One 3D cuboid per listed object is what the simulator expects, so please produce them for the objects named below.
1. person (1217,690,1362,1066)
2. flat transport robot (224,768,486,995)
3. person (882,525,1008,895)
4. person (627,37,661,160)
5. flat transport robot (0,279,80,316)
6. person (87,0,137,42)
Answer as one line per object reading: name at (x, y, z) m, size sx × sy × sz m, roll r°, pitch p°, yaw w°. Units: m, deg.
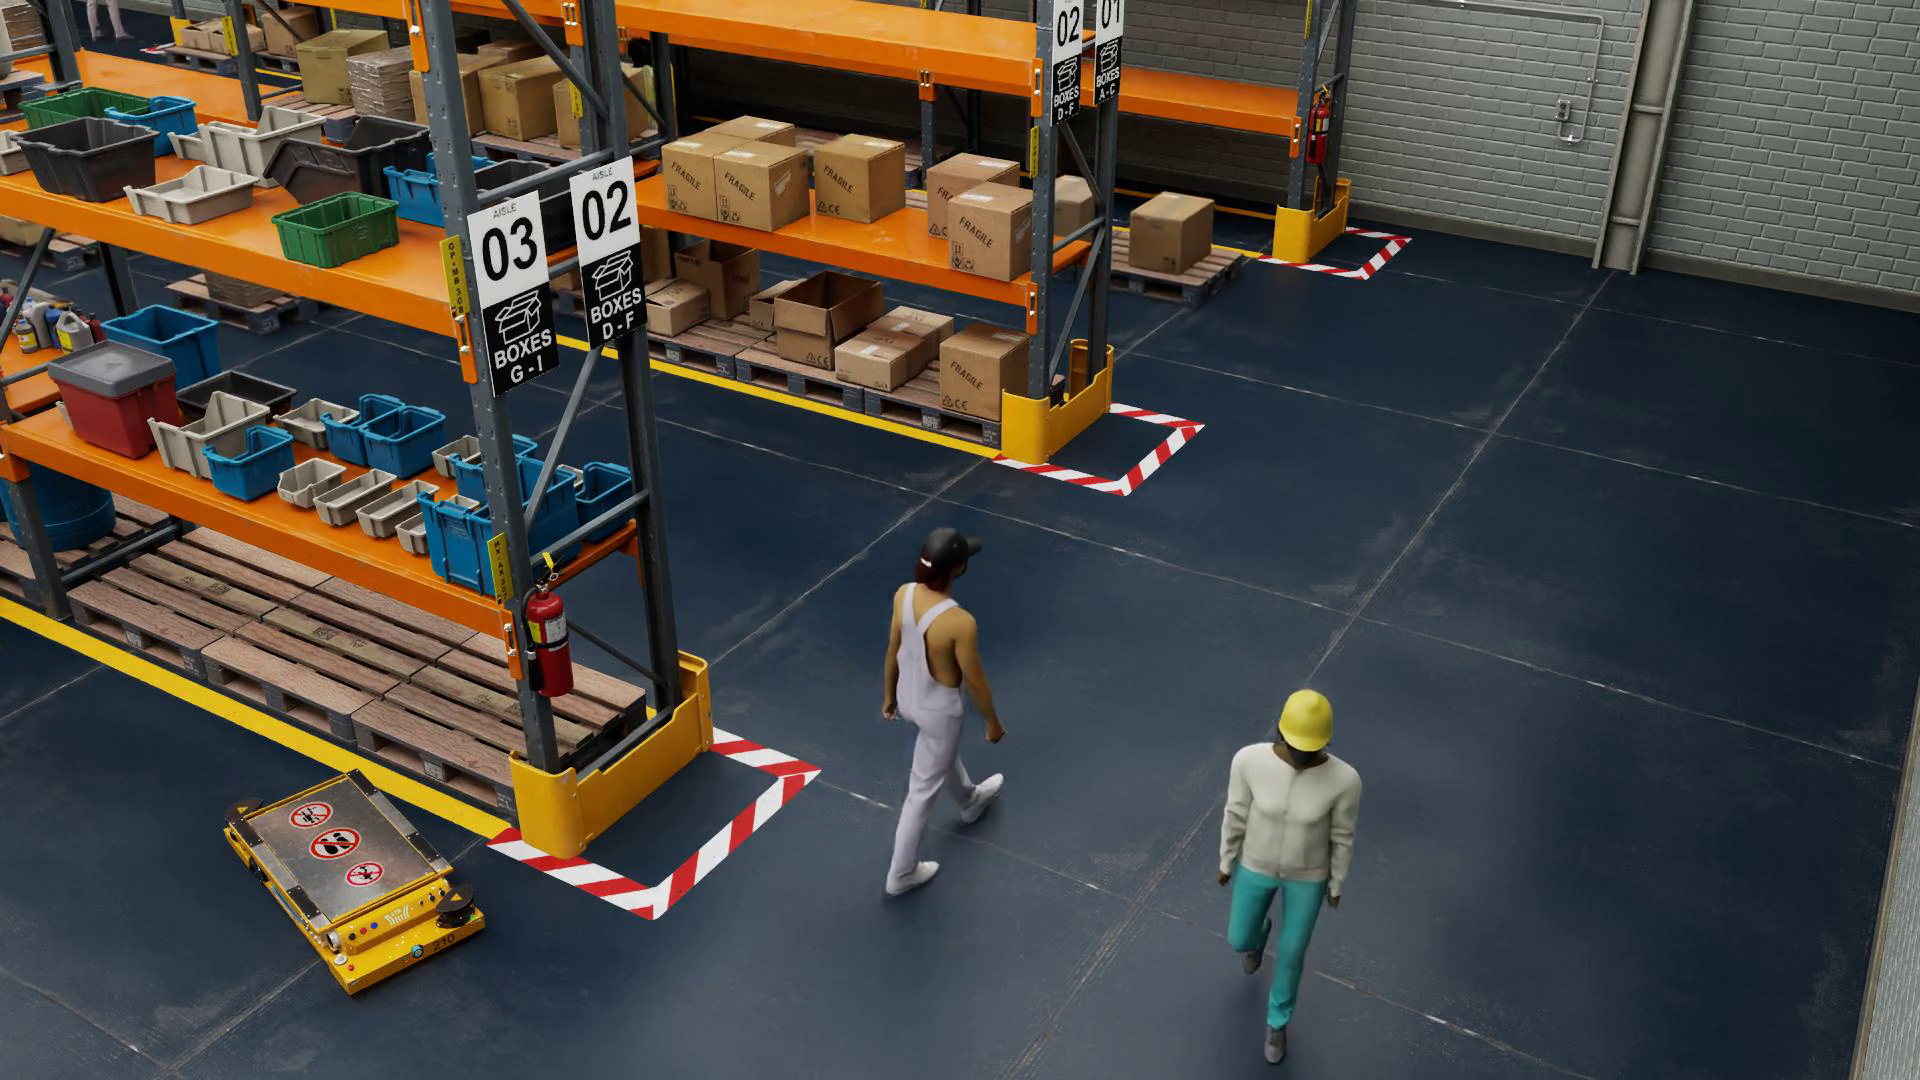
person at (1.326, 1.301, 6.766) m, size 0.535 × 1.752 × 0.518 m, roll 8°, pitch 30°, yaw 14°
flat transport robot at (-2.885, 1.553, 7.847) m, size 0.659 × 0.231 × 1.431 m, roll -24°, pitch 37°, yaw -36°
person at (-0.048, 0.739, 7.719) m, size 0.952 × 1.813 × 0.554 m, roll -25°, pitch 38°, yaw -37°
person at (-3.118, -4.183, 16.705) m, size 0.797 × 1.667 × 0.543 m, roll 13°, pitch 32°, yaw 22°
flat transport robot at (-8.116, -1.934, 14.103) m, size 1.431 × 0.231 × 0.659 m, roll 18°, pitch 34°, yaw 30°
person at (-12.048, -7.875, 23.181) m, size 0.634 × 1.833 × 0.399 m, roll 8°, pitch 30°, yaw 14°
